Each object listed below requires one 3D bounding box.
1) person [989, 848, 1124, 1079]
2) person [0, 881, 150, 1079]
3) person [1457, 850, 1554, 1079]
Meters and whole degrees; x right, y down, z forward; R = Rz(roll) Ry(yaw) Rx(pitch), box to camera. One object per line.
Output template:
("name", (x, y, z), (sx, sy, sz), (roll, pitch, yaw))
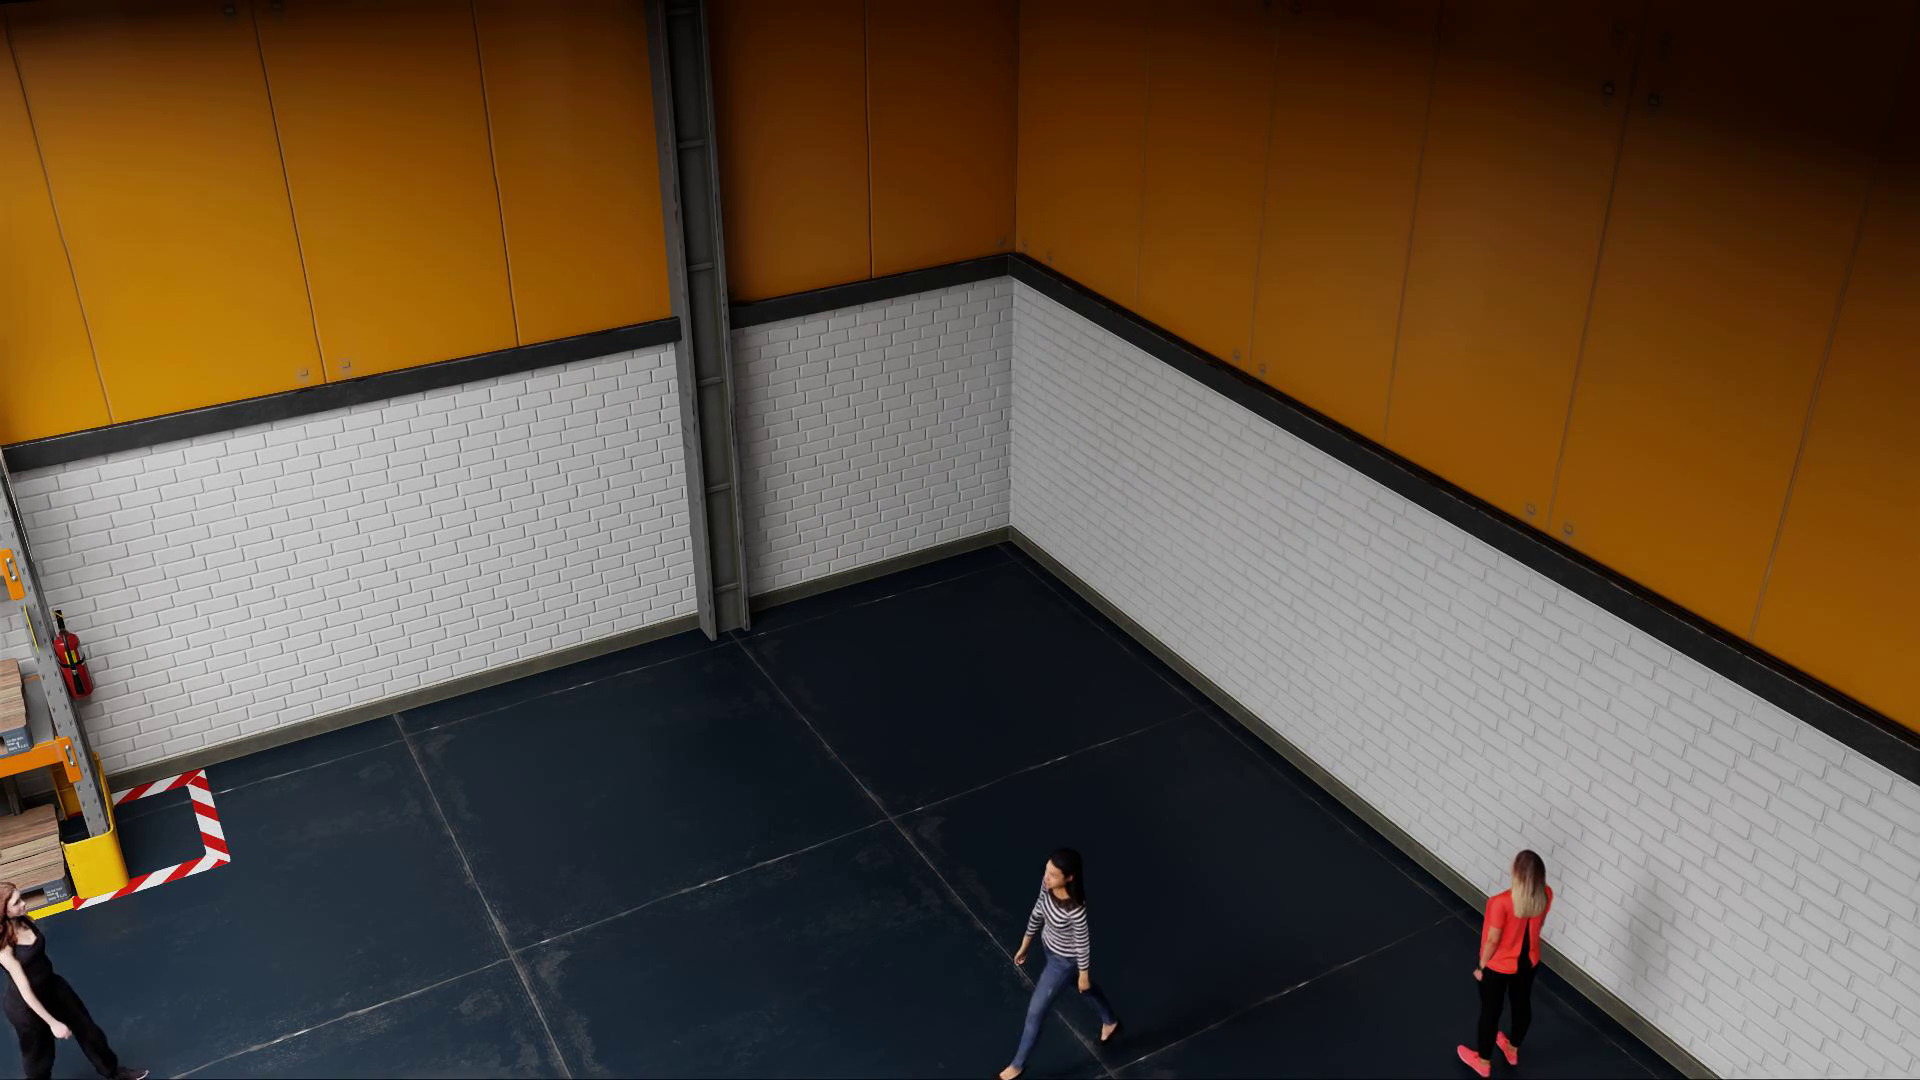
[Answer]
("person", (0.720, 2.599, 10.297), (1.214, 1.735, 0.738), (-10, 30, -18))
("person", (-5.637, 2.775, 9.984), (0.988, 1.725, 0.832), (-1, 29, -2))
("person", (3.414, 2.615, 10.312), (0.523, 1.693, 0.684), (-10, 30, -17))
